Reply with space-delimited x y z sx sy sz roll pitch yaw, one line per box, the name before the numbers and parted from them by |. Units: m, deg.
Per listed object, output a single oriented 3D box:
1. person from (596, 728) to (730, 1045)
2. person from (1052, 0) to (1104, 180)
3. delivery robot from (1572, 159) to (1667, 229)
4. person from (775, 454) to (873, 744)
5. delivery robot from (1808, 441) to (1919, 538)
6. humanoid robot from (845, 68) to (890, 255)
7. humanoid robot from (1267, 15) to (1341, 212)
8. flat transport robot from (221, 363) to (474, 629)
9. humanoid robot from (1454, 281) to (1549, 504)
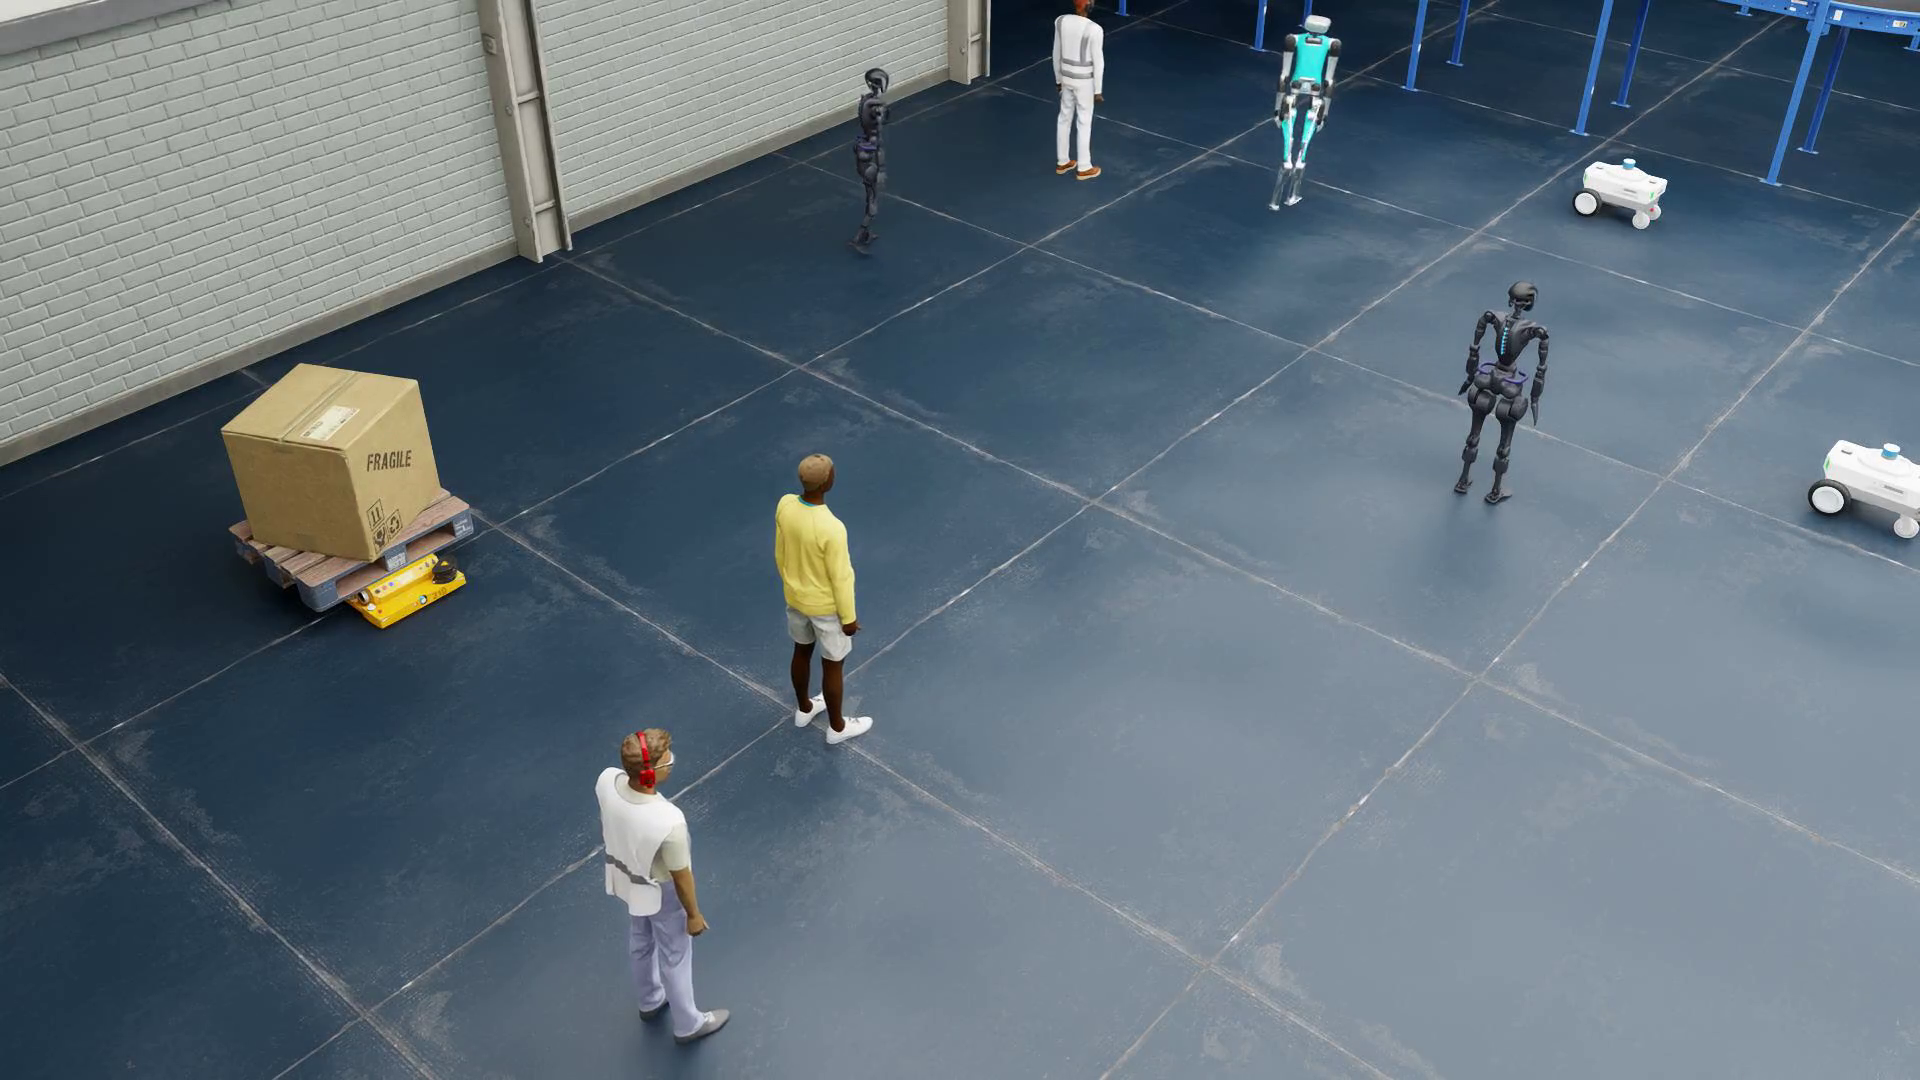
person | -1.425 1.628 7.746 0.562 1.841 0.389 28 44 33
person | 1.160 -4.473 16.279 0.574 1.881 0.355 28 44 33
delivery robot | 6.294 -3.334 15.798 0.739 0.566 0.499 27 43 32
person | -0.810 0.340 9.507 0.544 1.898 0.374 28 44 33
delivery robot | 6.460 -0.411 11.694 0.739 0.566 0.499 27 43 32
humanoid robot | -0.854 -3.420 14.983 0.473 1.647 0.606 -8 36 -11
humanoid robot | 3.227 -3.943 15.672 0.606 1.792 0.837 3 36 4
flat transport robot | -4.050 0.102 11.245 1.431 0.231 0.659 27 43 32
humanoid robot | 3.777 -1.052 11.641 0.599 1.655 0.315 27 43 32
